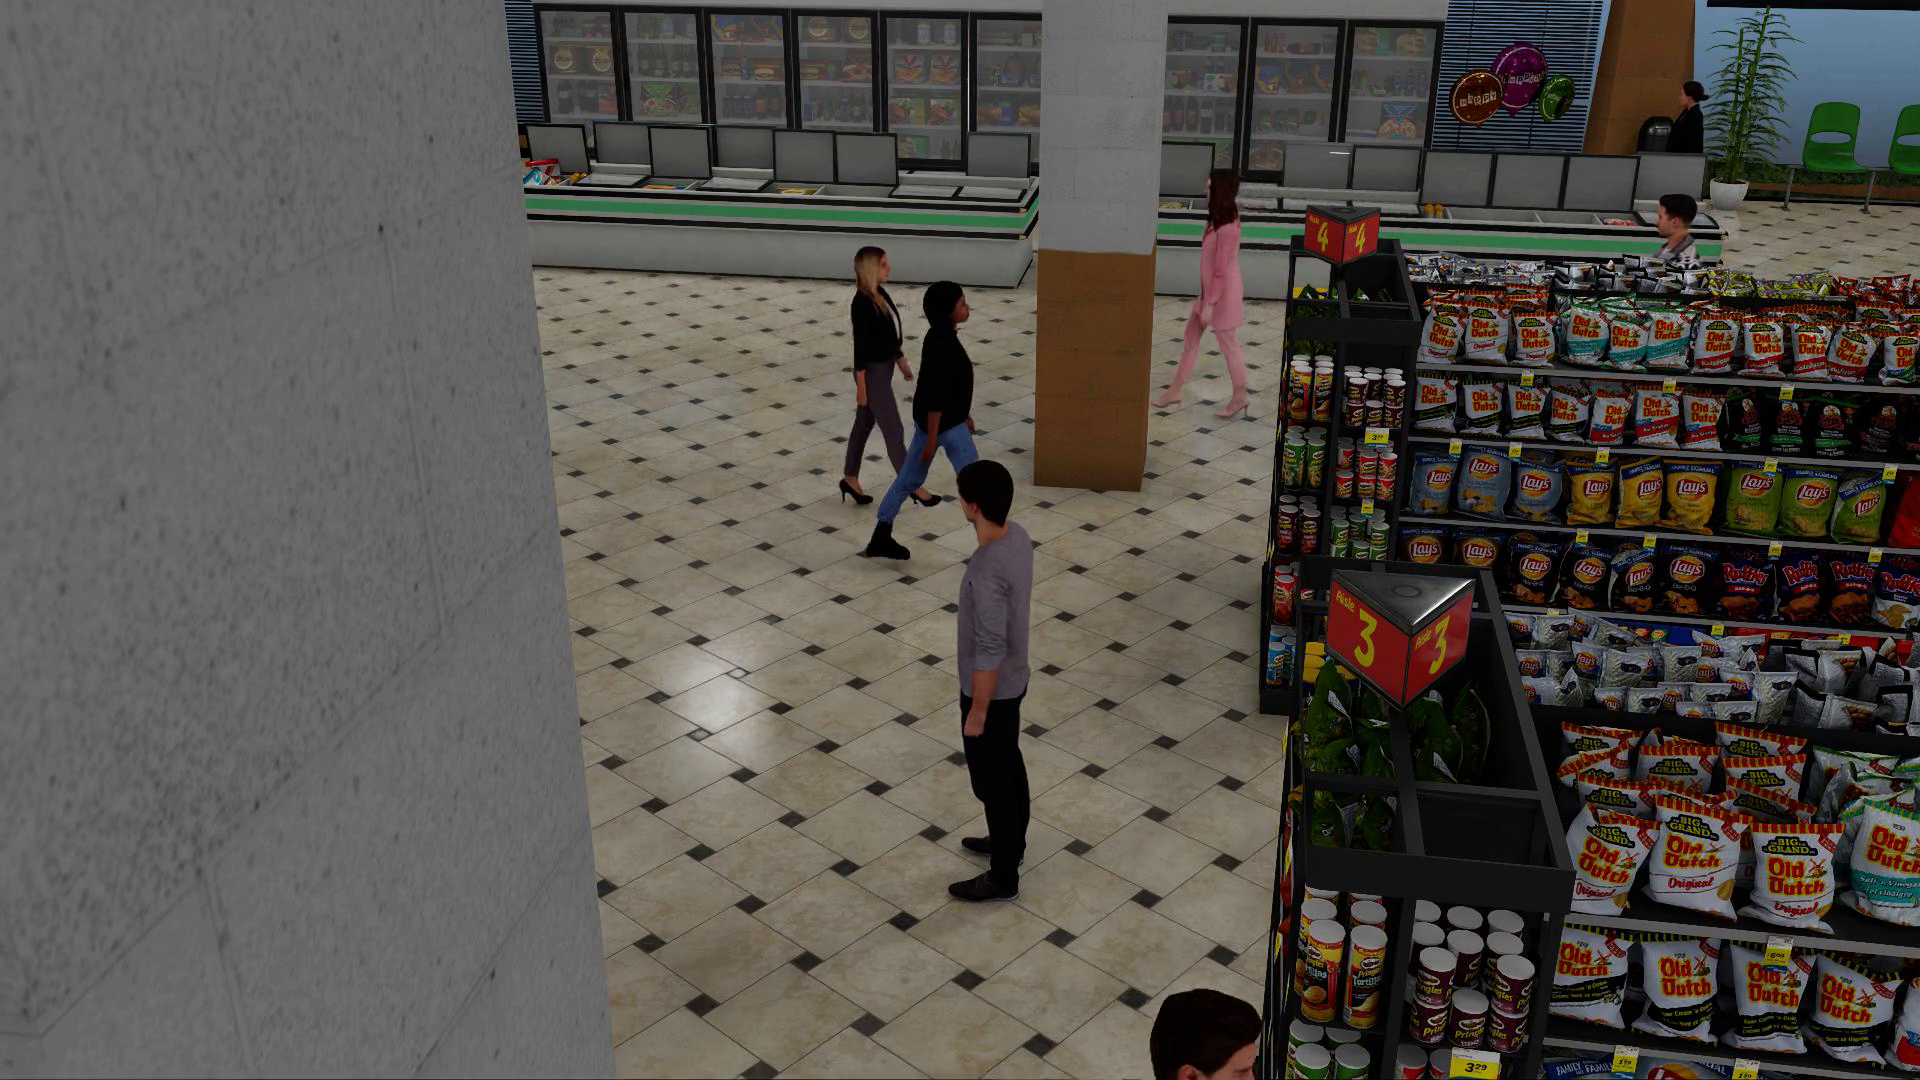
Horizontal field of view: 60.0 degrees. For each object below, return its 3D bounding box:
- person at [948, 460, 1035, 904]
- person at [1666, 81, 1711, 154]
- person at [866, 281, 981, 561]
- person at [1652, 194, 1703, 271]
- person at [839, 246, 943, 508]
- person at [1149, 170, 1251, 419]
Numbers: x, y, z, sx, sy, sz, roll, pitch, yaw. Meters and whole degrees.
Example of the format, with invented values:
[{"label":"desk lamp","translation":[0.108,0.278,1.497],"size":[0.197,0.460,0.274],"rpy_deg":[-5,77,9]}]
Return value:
[{"label":"person","translation":[0.138,0.549,6.461],"size":[0.524,1.841,0.653],"rpy_deg":[5,24,11]},{"label":"person","translation":[6.913,-3.502,15.874],"size":[0.563,1.717,0.630],"rpy_deg":[5,24,11]},{"label":"person","translation":[-0.210,-0.597,9.318],"size":[1.199,1.652,0.890],"rpy_deg":[-6,24,-14]},{"label":"person","translation":[4.518,-1.294,10.652],"size":[0.553,1.858,0.674],"rpy_deg":[5,24,11]},{"label":"person","translation":[-0.595,-0.969,10.172],"size":[0.878,1.649,0.613],"rpy_deg":[3,24,8]},{"label":"person","translation":[1.905,-1.679,11.639],"size":[1.027,1.772,0.770],"rpy_deg":[-1,24,-1]}]
